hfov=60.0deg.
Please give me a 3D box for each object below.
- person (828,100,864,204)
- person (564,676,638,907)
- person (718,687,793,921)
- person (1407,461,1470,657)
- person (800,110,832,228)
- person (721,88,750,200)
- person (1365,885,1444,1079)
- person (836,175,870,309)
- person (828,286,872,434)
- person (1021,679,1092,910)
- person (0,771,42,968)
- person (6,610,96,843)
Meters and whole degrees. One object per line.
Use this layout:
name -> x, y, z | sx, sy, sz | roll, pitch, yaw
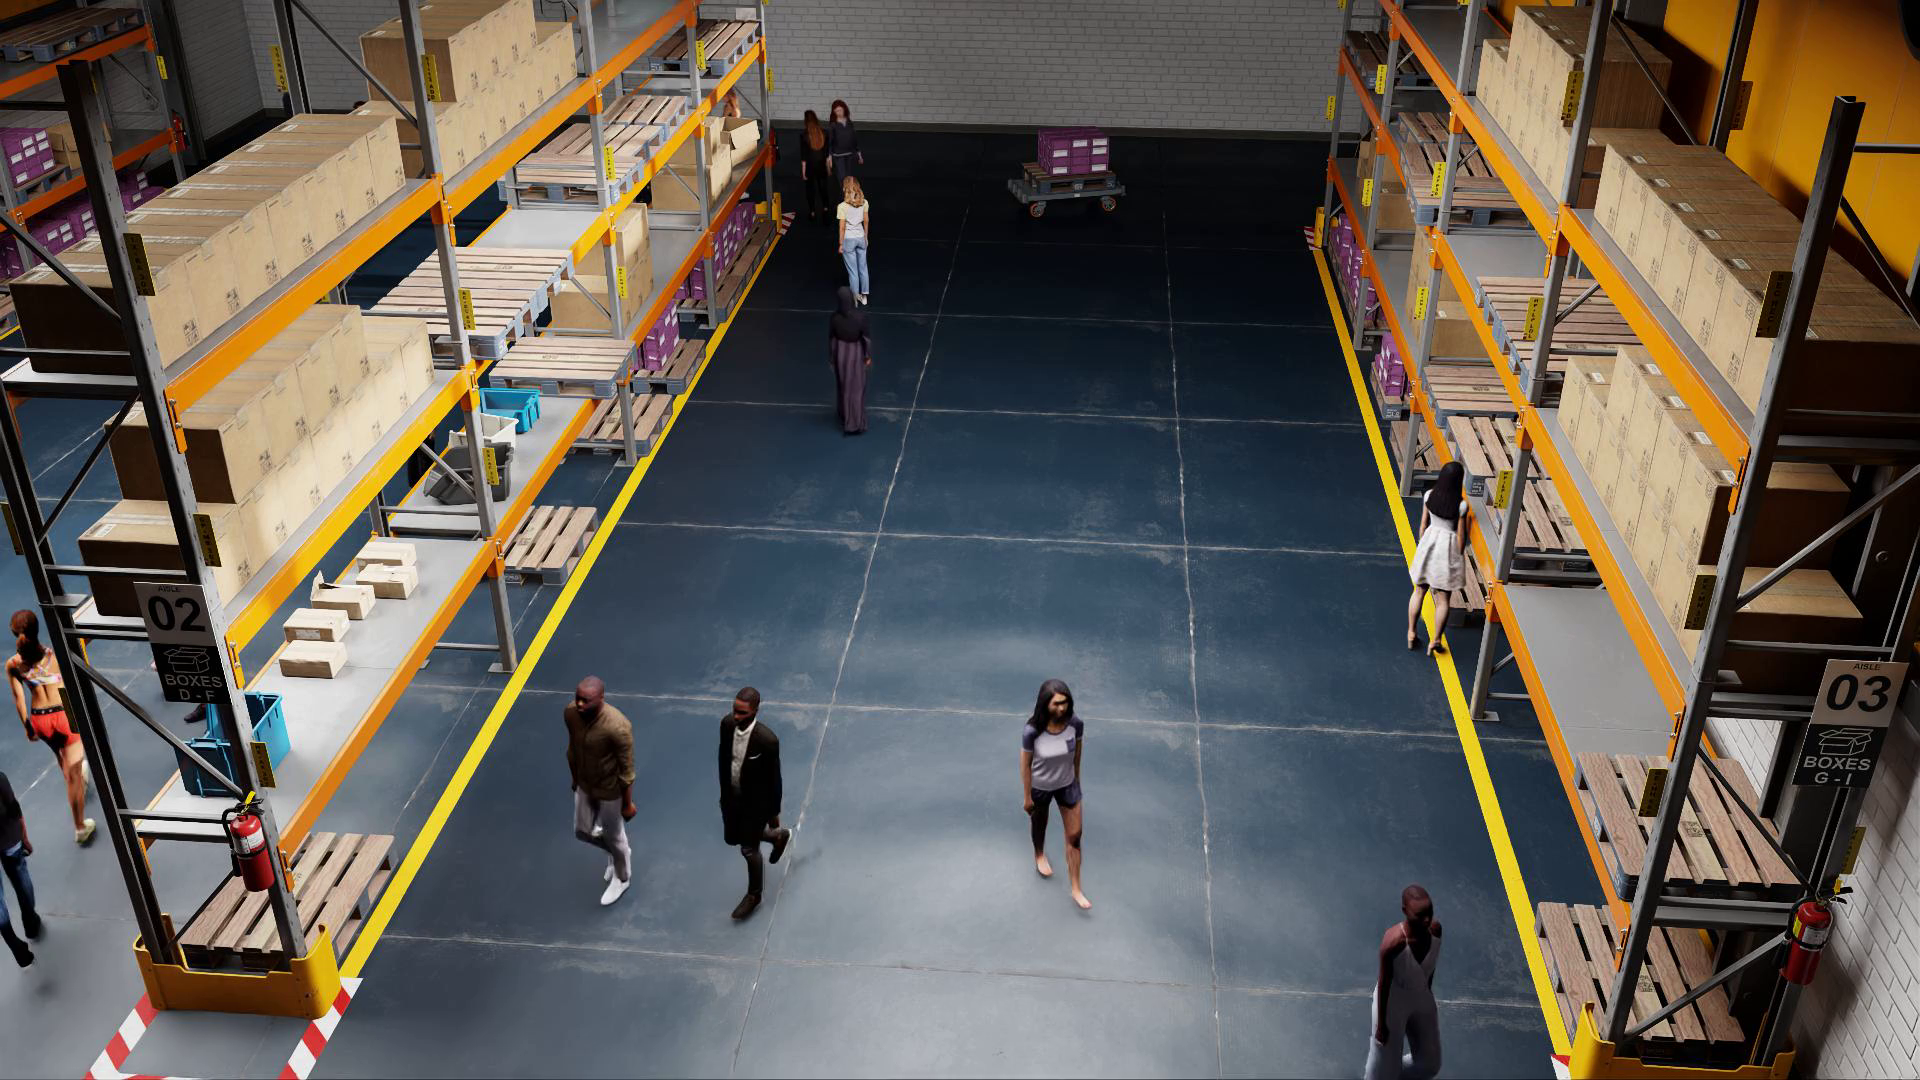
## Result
person -> -1.814, -5.703, 24.840 | 0.820, 1.766, 0.751 | 24, 37, 37
person -> -2.376, 1.638, 11.332 | 0.849, 1.813, 0.834 | 16, 32, 26
person -> -1.357, 1.712, 11.228 | 0.962, 1.782, 1.065 | 23, 36, 36
person -> 4.062, 0.149, 14.109 | 0.782, 1.769, 0.816 | 21, 35, 34
person -> -2.092, -5.420, 24.409 | 0.892, 1.683, 1.129 | -9, 30, -17
person -> -3.490, -6.156, 25.720 | 0.712, 1.718, 0.642 | -20, 34, -32
person -> 2.473, 2.642, 9.536 | 0.738, 1.772, 0.792 | -14, 31, -23
person -> -1.367, -3.859, 21.504 | 0.706, 1.722, 0.754 | -20, 34, -32
person -> -1.208, -1.967, 18.153 | 0.650, 1.610, 0.885 | 7, 29, 13
person -> 0.610, 1.640, 11.469 | 0.837, 1.679, 1.040 | -8, 30, -15
person -> -6.225, 2.028, 10.757 | 0.936, 1.680, 1.041 | -18, 33, -30
person -> -6.459, 1.367, 11.896 | 0.845, 1.749, 1.177 | -7, 29, -12
